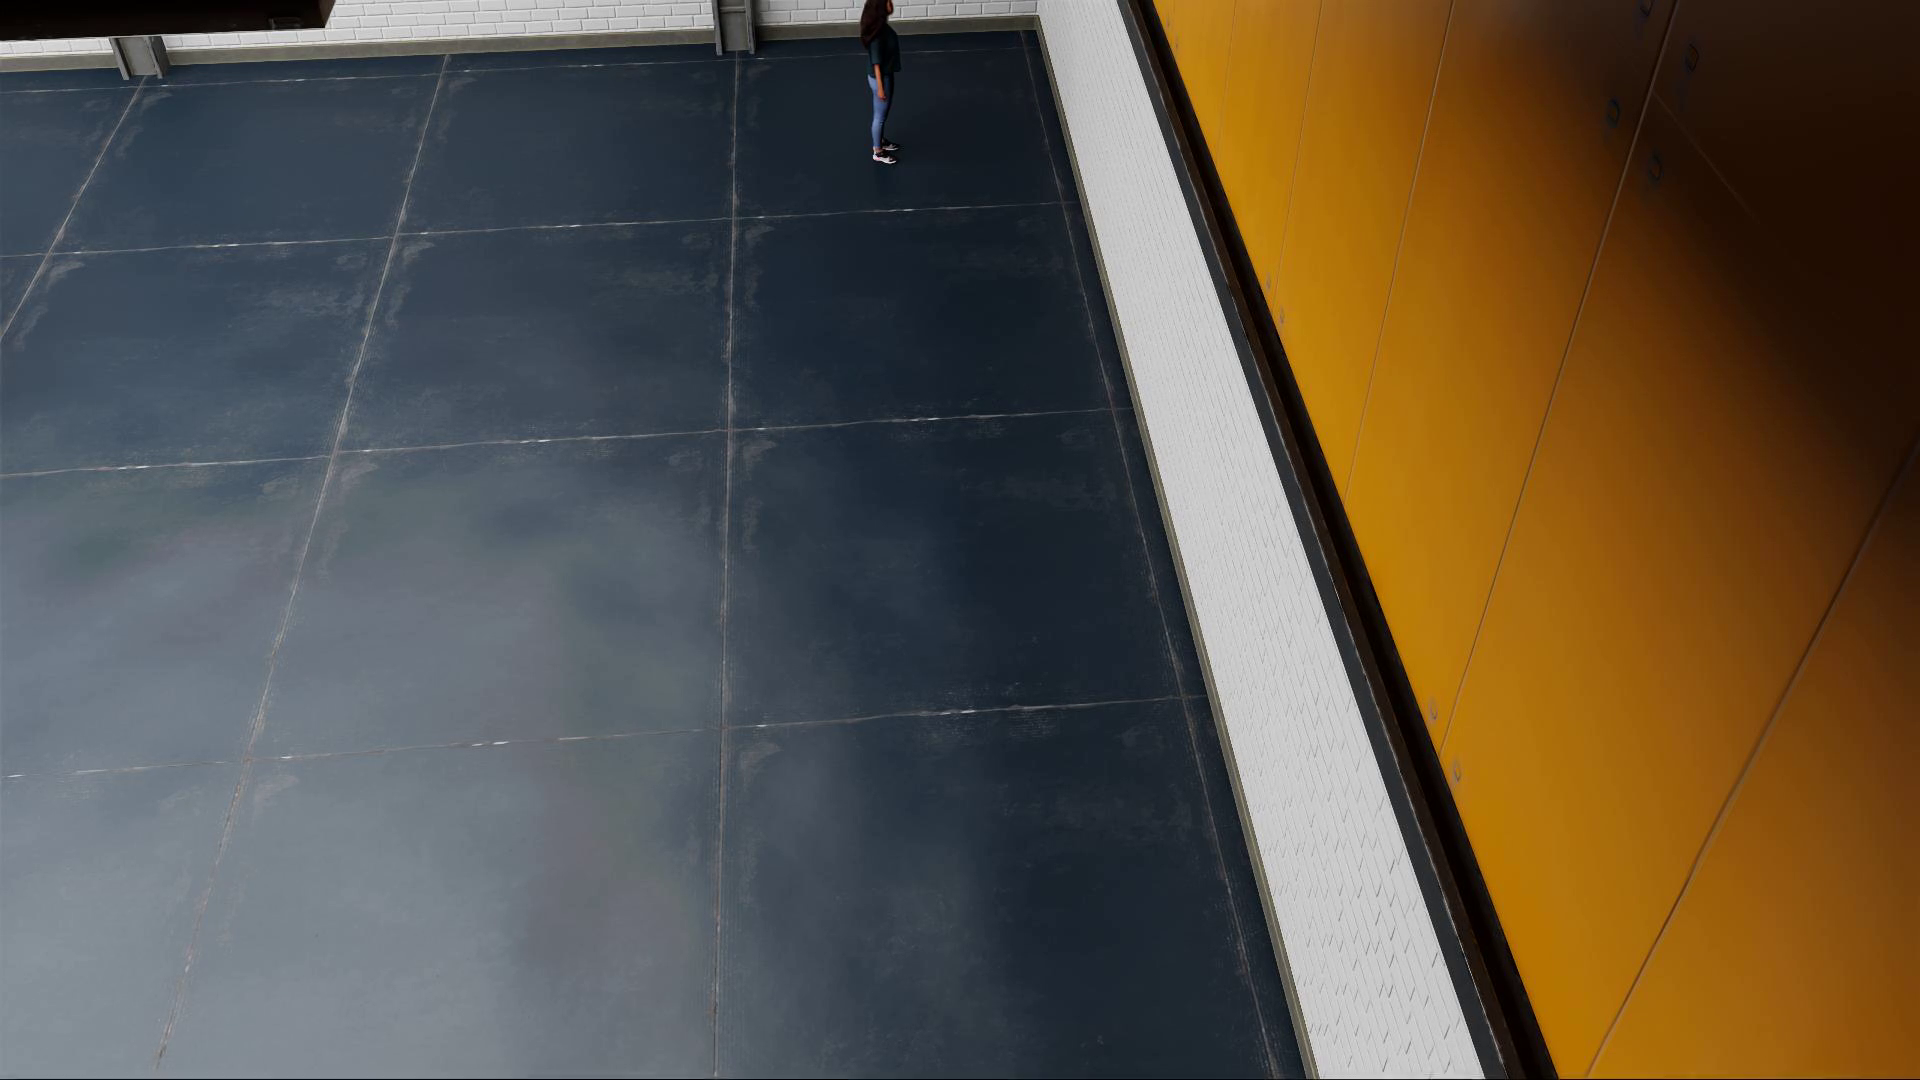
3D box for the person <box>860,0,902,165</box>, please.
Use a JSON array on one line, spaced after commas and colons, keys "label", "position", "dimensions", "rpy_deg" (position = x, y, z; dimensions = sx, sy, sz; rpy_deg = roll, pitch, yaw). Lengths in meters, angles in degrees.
[{"label": "person", "position": [-0.722, -4.267, 15.290], "dimensions": [0.638, 1.616, 0.634], "rpy_deg": [3, 44, 3]}]
